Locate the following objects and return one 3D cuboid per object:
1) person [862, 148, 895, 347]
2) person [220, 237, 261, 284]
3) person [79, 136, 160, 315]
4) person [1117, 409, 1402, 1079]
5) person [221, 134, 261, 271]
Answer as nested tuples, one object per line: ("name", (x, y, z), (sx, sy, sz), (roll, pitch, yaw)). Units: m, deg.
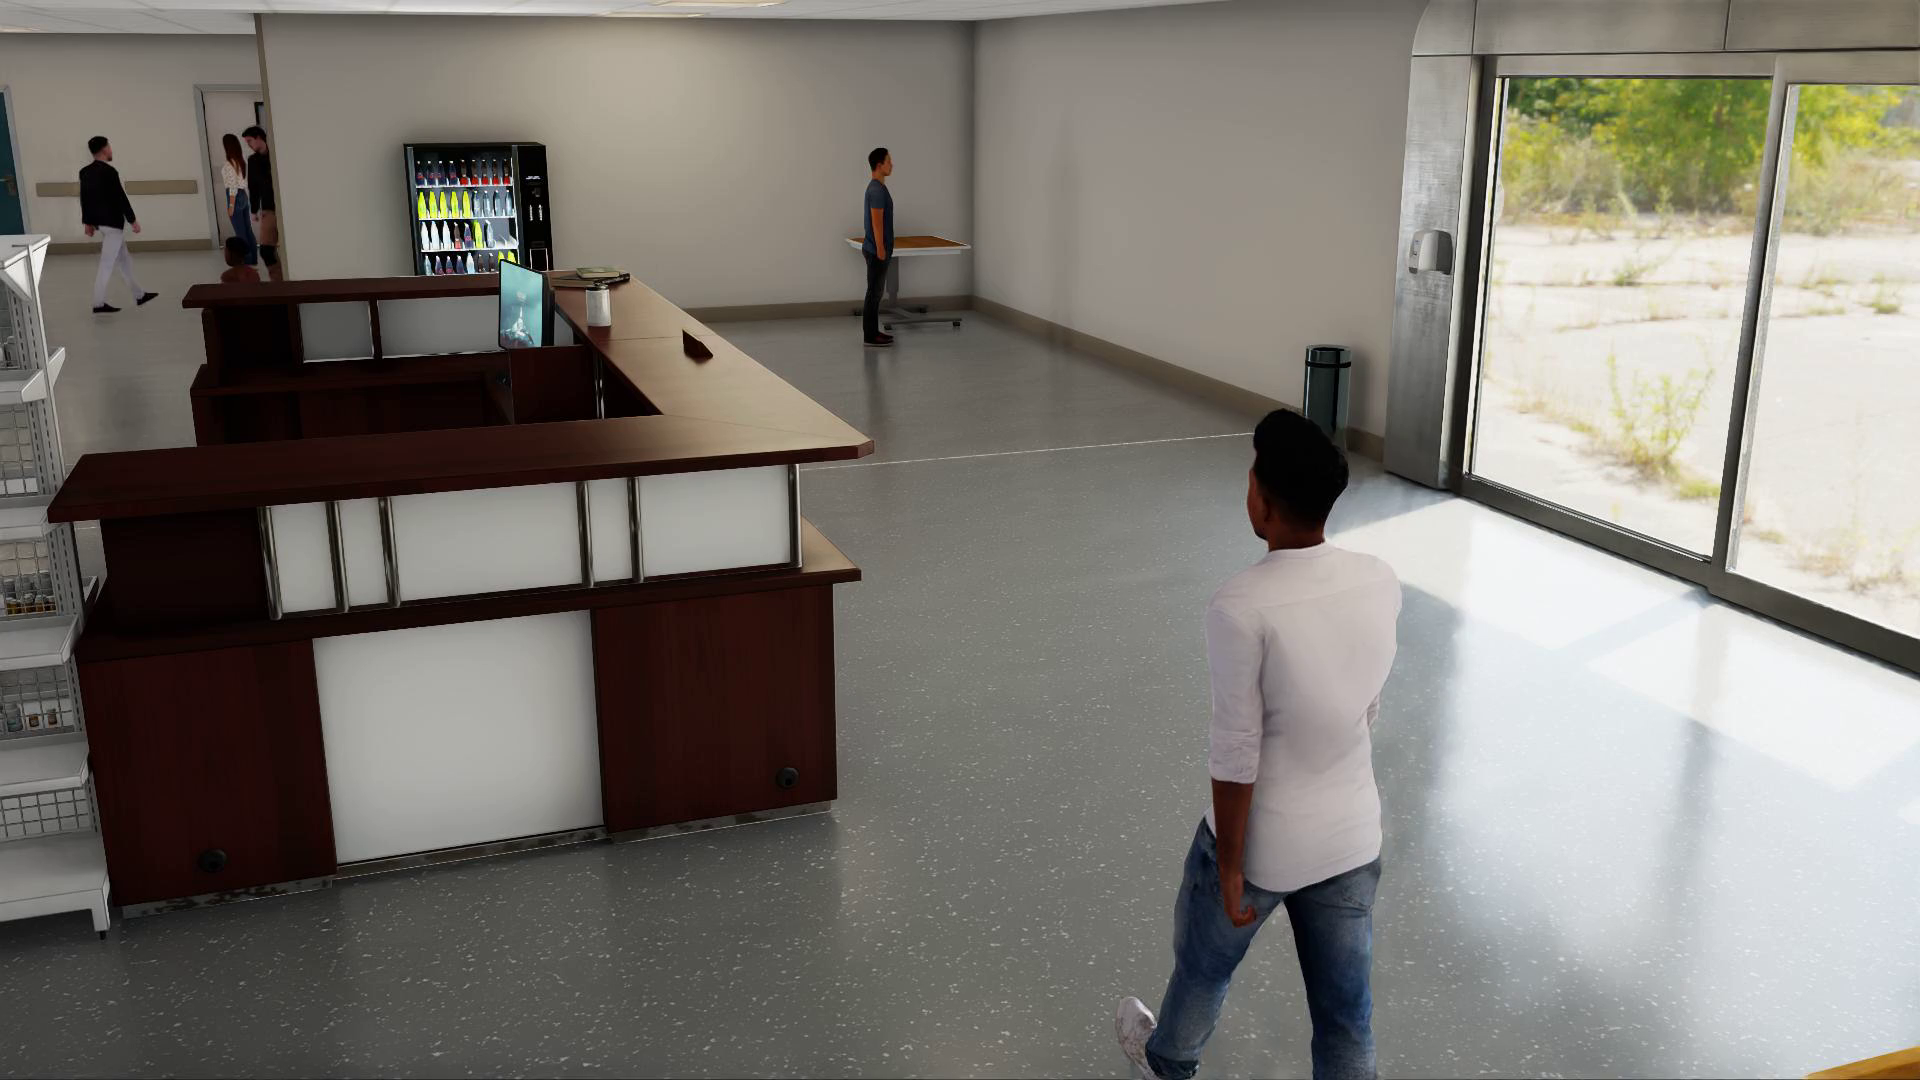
("person", (-0.781, -2.726, 15.494), (0.648, 1.806, 0.702), (0, 16, -1))
("person", (-5.533, -1.723, 12.968), (0.711, 1.245, 0.650), (7, 17, 25))
("person", (-8.962, -3.246, 17.339), (1.069, 1.804, 1.180), (10, 18, 31))
("person", (0.762, 0.654, 3.560), (0.993, 1.775, 0.698), (-5, 17, -18))
("person", (-9.194, -4.296, 21.205), (0.617, 1.728, 0.644), (1, 16, 2))
